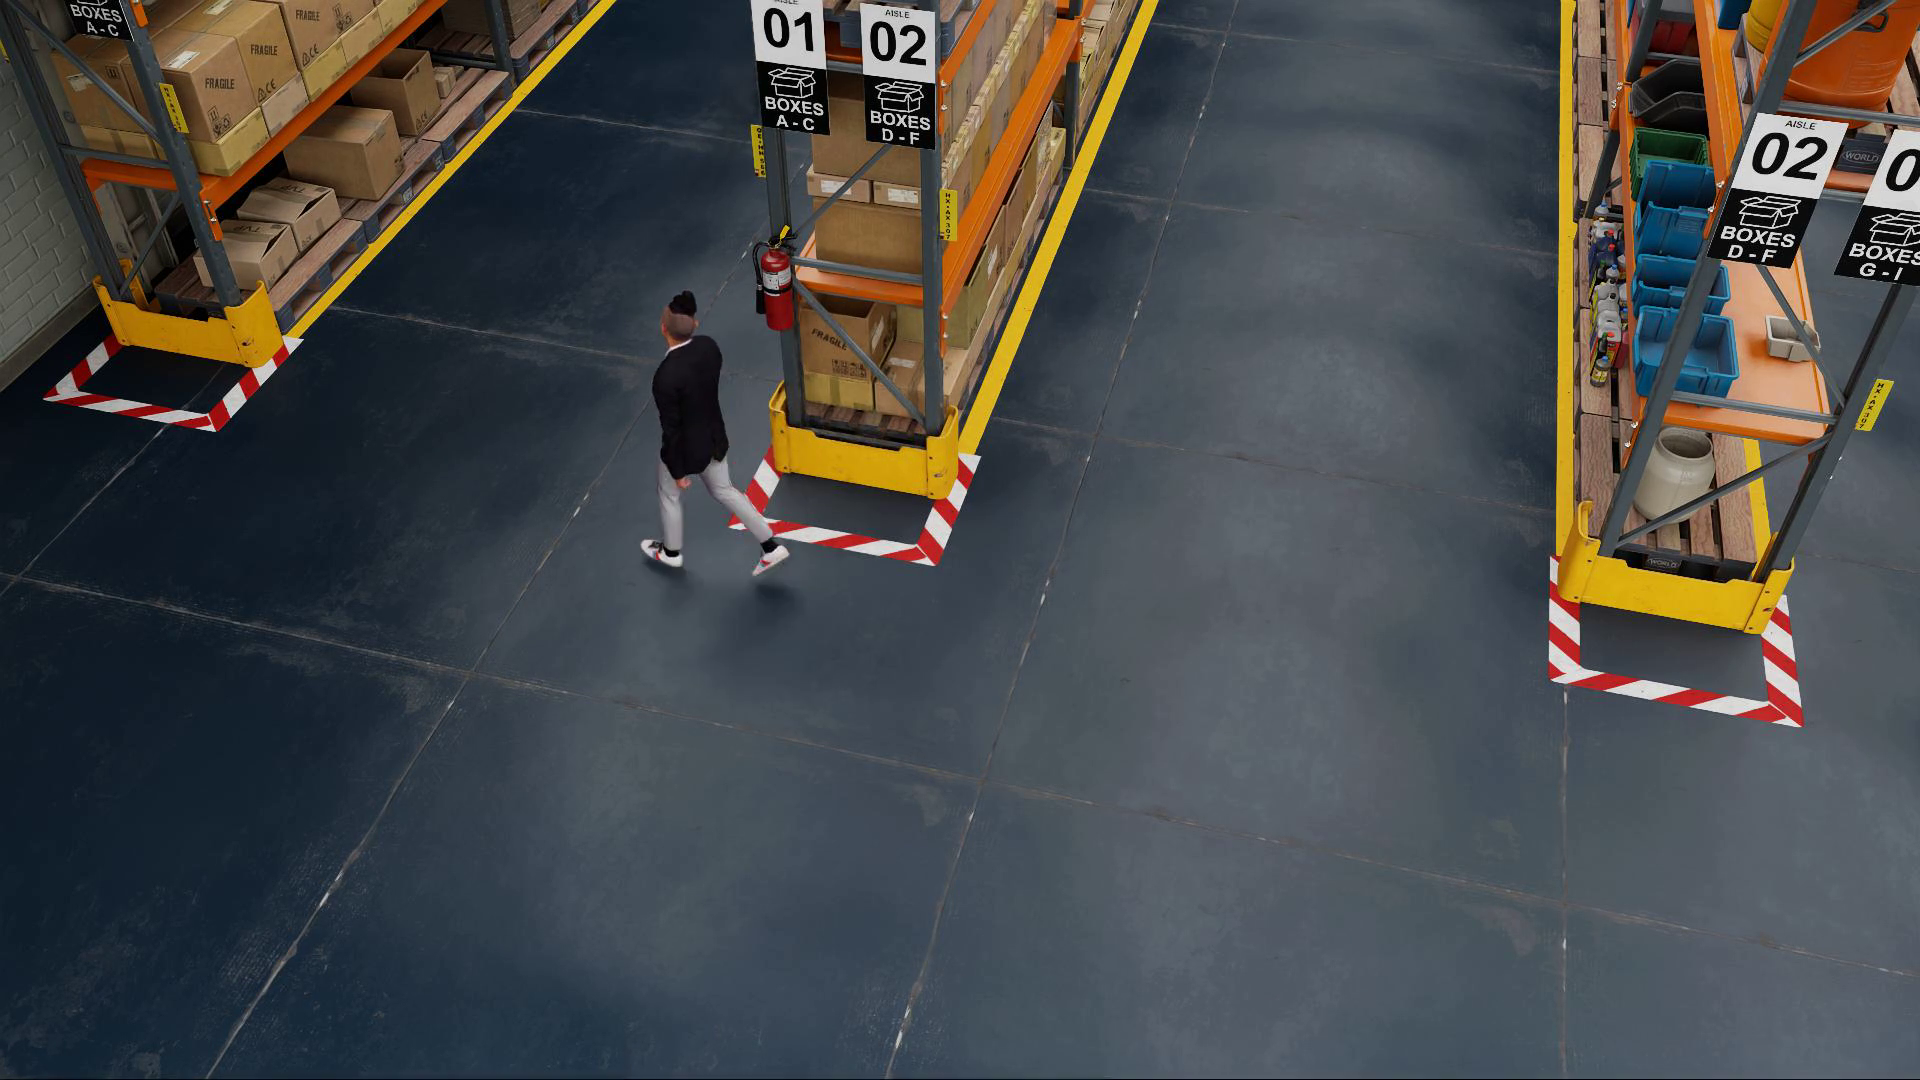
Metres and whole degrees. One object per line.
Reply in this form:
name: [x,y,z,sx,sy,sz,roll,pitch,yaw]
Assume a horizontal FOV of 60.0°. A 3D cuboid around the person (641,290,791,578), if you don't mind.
person: [-1.405,-0.542,9.424,0.984,1.909,1.197,21,47,21]
